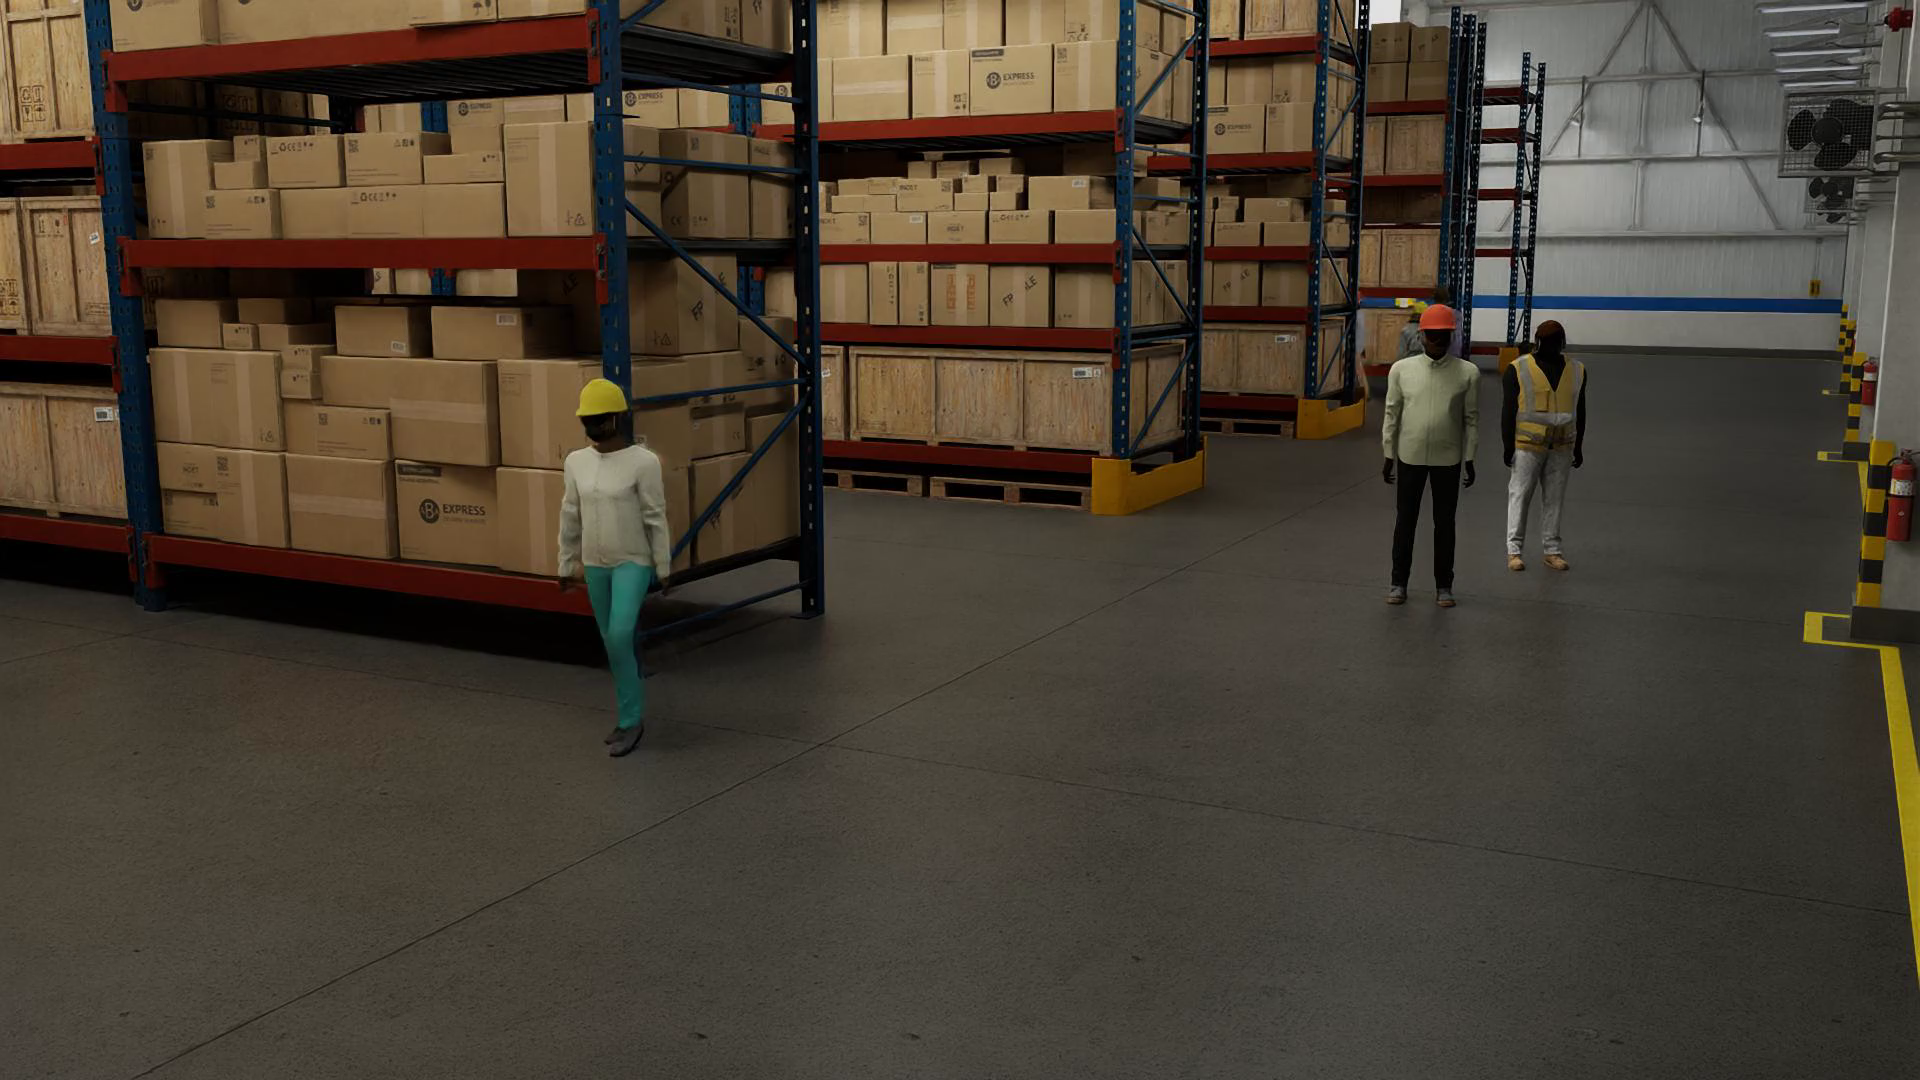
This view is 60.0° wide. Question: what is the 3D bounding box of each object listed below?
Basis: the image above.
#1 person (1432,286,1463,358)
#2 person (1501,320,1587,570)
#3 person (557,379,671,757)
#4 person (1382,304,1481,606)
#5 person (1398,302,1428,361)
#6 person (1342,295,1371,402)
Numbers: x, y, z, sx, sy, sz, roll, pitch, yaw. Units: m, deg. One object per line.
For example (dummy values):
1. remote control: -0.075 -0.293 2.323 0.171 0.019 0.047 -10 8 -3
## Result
1. person: 6.493 -2.508 22.647 0.647 1.893 1.011 5 11 26
2. person: 4.300 -0.690 12.250 0.625 1.844 0.429 0 10 -2
3. person: -1.646 0.130 7.743 0.553 1.748 0.599 4 11 23
4. person: 3.107 -0.555 11.009 0.622 1.997 0.372 3 10 14
5. person: 5.871 -2.178 21.257 0.493 1.708 0.855 5 11 27
6. person: 6.079 -3.015 26.064 0.871 1.704 0.598 5 11 27
